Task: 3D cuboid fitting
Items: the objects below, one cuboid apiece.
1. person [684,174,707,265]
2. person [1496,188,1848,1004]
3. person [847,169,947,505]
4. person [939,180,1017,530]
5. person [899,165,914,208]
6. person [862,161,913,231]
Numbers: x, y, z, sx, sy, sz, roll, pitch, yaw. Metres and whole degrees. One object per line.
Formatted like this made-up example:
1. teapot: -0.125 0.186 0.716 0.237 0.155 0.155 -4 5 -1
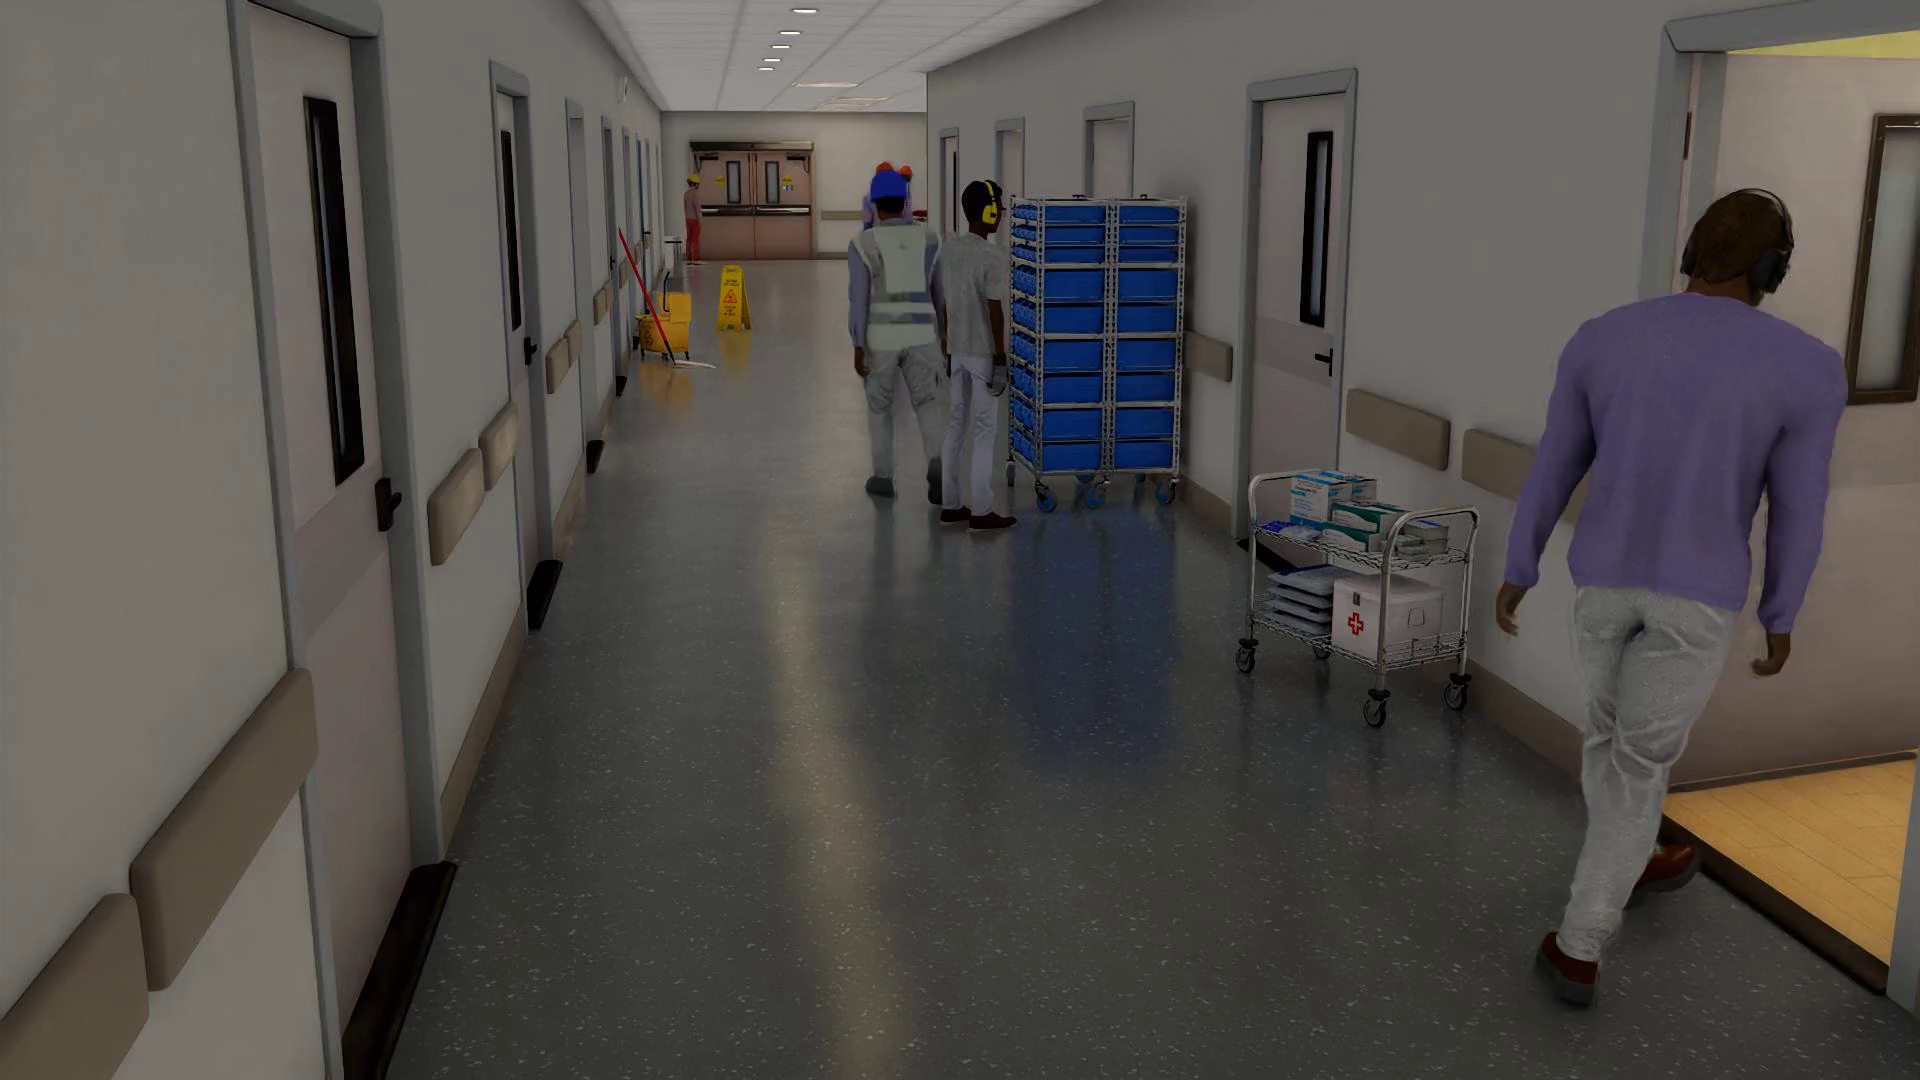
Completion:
1. person: -5.230 -6.297 32.731 0.314 1.768 0.522 -11 17 -40
2. person: 1.662 0.122 3.968 0.715 1.878 0.878 11 17 40
3. person: -0.305 -1.156 9.555 0.642 1.915 0.786 -5 14 -22
4. person: 0.094 -0.977 8.907 0.333 1.861 0.496 -11 16 -39
5. person: -1.033 -6.096 31.452 0.356 1.937 0.552 -5 14 -20
6. person: -0.896 -3.700 20.721 0.626 1.992 1.068 1 13 3
